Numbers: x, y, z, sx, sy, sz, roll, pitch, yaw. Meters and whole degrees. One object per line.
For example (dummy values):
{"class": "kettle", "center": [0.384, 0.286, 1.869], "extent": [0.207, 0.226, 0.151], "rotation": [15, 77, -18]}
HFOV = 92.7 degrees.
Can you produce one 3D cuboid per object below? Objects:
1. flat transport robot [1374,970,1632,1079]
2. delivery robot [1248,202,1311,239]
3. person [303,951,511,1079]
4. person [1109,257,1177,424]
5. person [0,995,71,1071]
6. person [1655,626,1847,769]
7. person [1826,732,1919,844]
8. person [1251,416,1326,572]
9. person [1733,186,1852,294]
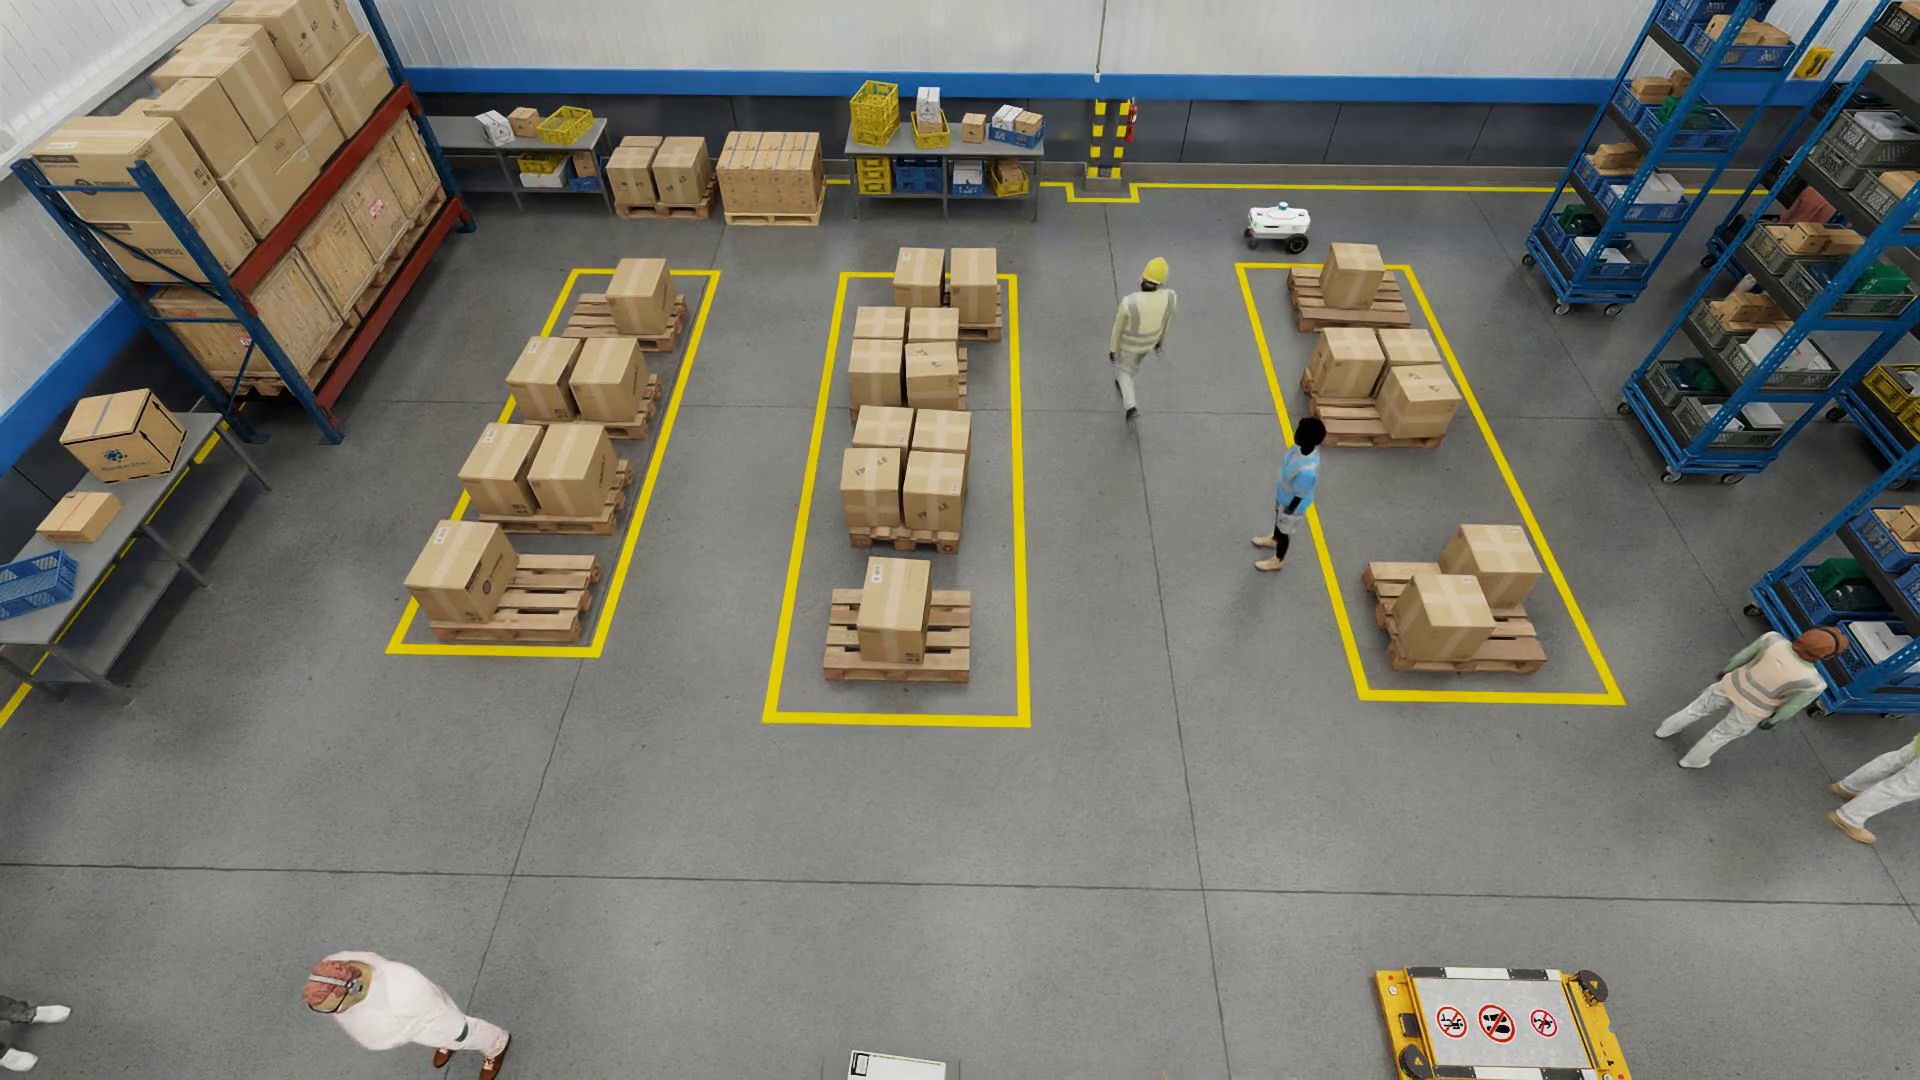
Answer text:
{"class": "flat transport robot", "center": [3.501, 3.133, 5.914], "extent": [1.431, 0.197, 0.652], "rotation": [1, 51, 1]}
{"class": "delivery robot", "center": [3.988, -3.987, 11.478], "extent": [0.707, 0.478, 0.477], "rotation": [2, 51, 2]}
{"class": "person", "center": [-3.127, 2.722, 5.211], "extent": [0.648, 1.900, 0.400], "rotation": [12, 52, 10]}
{"class": "person", "center": [1.782, -1.985, 9.109], "extent": [0.608, 1.797, 0.751], "rotation": [-13, 52, -11]}
{"class": "person", "center": [-6.096, 2.681, 5.238], "extent": [0.415, 1.906, 0.598], "rotation": [1, 51, 1]}
{"class": "person", "center": [5.726, 1.140, 6.667], "extent": [0.314, 1.632, 0.520], "rotation": [-11, 52, -9]}
{"class": "person", "center": [6.754, 1.484, 6.254], "extent": [0.429, 1.839, 0.634], "rotation": [30, 57, 22]}
{"class": "person", "center": [2.848, -0.389, 7.876], "extent": [0.327, 1.686, 0.549], "rotation": [7, 51, 5]}
{"class": "person", "center": [9.078, -3.163, 9.954], "extent": [0.411, 1.982, 0.620], "rotation": [-19, 53, -15]}
